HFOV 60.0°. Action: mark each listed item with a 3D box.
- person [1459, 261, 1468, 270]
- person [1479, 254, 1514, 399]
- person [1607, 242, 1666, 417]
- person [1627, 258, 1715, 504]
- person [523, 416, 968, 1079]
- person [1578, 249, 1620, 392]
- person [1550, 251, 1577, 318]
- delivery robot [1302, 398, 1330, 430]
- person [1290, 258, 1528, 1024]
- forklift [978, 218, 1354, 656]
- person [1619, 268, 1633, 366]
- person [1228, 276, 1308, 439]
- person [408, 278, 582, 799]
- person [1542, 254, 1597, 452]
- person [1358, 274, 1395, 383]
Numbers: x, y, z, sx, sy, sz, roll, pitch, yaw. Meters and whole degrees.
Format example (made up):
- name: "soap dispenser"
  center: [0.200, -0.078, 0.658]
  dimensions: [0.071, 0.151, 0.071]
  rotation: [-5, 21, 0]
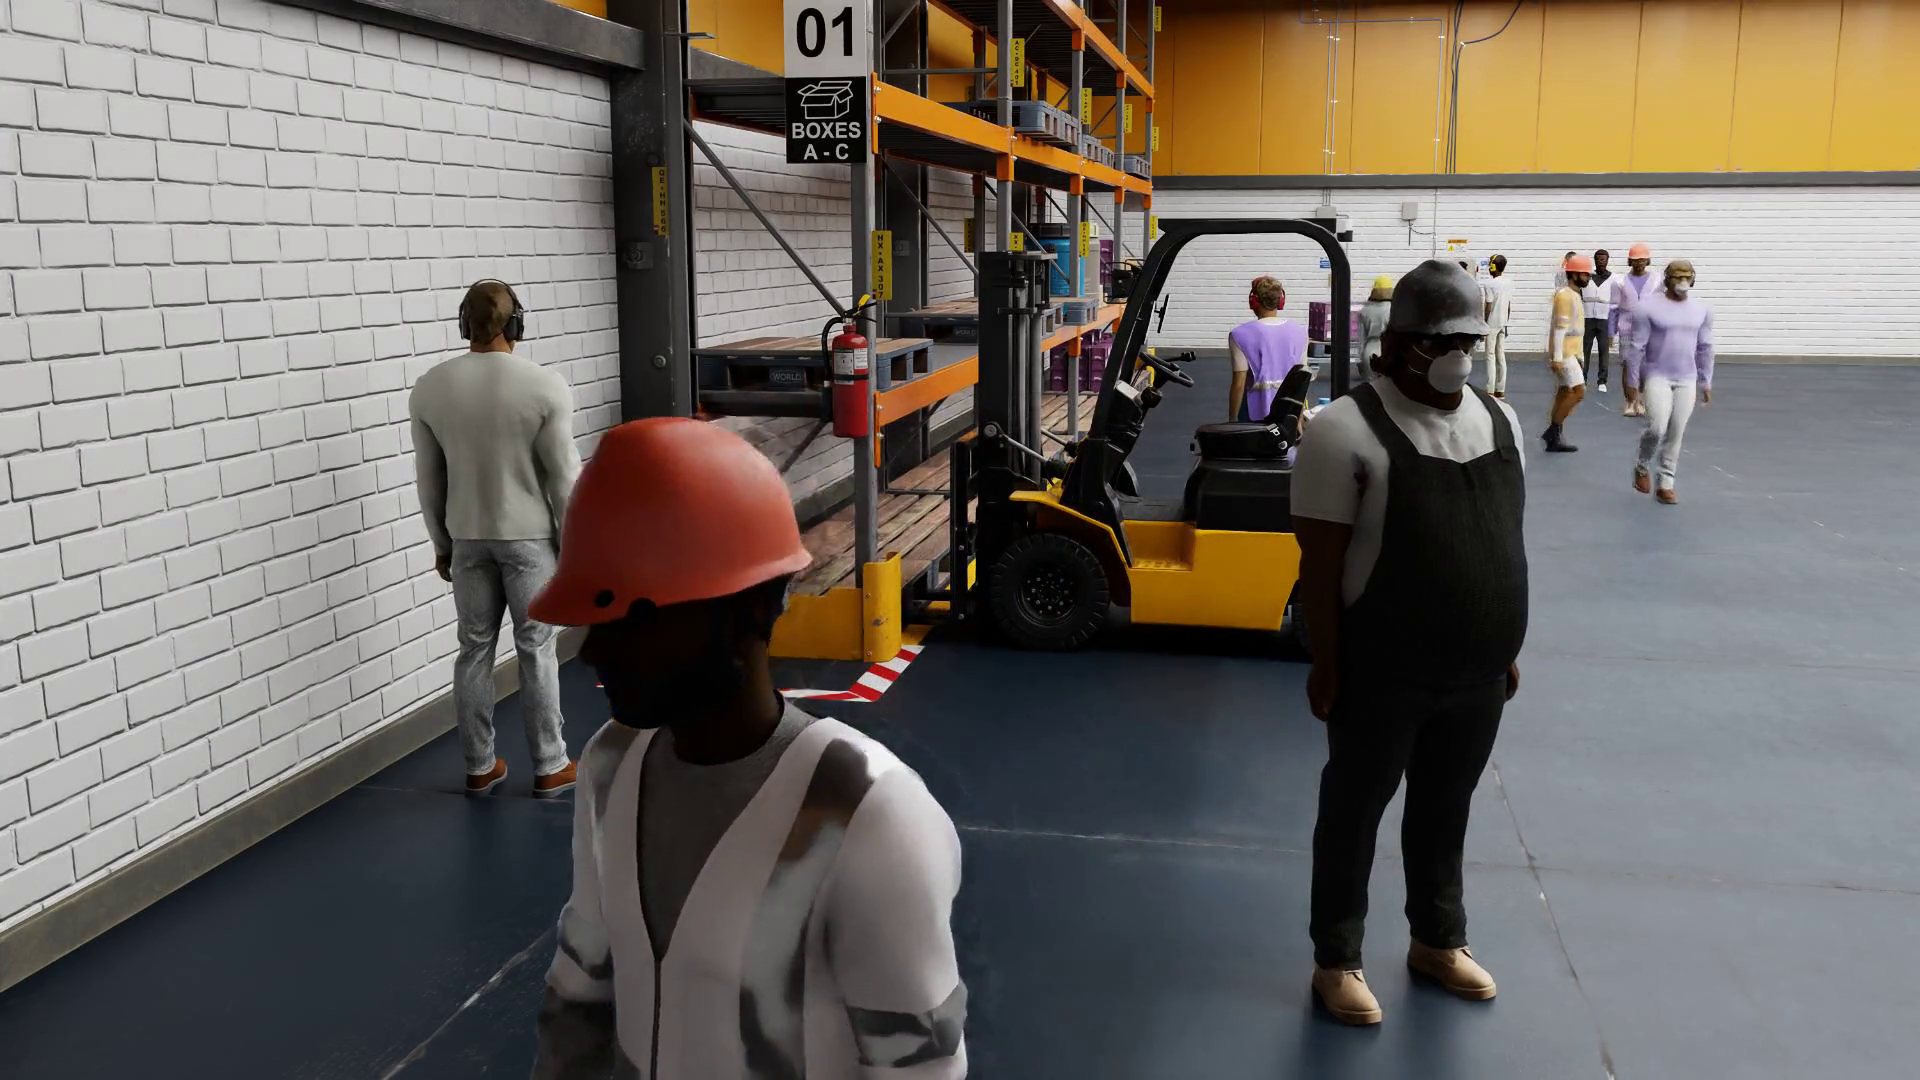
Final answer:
- name: "person"
  center: [8.029, -3.644, 26.866]
  dimensions: [0.317, 1.695, 0.540]
  rotation: [-6, 12, -28]
- name: "person"
  center: [6.877, -2.738, 21.423]
  dimensions: [0.512, 1.872, 0.328]
  rotation: [-7, 13, -35]
- name: "person"
  center: [7.849, -2.430, 19.300]
  dimensions: [0.653, 2.026, 0.500]
  rotation: [4, 11, 21]
- name: "person"
  center: [5.577, -1.242, 13.065]
  dimensions: [0.649, 1.925, 0.461]
  rotation: [0, 10, -1]
- name: "person"
  center: [-0.316, 0.816, 1.859]
  dimensions: [0.943, 1.893, 0.568]
  rotation: [-10, 14, -43]
- name: "person"
  center: [8.639, -2.969, 22.550]
  dimensions: [0.591, 1.921, 0.390]
  rotation: [6, 12, 28]
- name: "person"
  center: [9.568, -3.595, 26.156]
  dimensions: [0.520, 1.860, 0.328]
  rotation: [2, 11, 11]
- name: "delivery robot"
  center: [3.461, -1.104, 15.817]
  dimensions: [0.477, 0.478, 0.707]
  rotation: [1, 10, 5]
- name: "person"
  center: [1.249, 0.274, 4.445]
  dimensions: [0.689, 2.000, 0.538]
  rotation: [-4, 11, -21]
- name: "forklift"
  center: [1.285, -0.567, 8.635]
  dimensions: [2.313, 2.155, 1.214]
  rotation: [2, 11, 11]
- name: "person"
  center: [10.917, -3.622, 26.917]
  dimensions: [0.504, 1.632, 0.269]
  rotation: [1, 10, 3]
- name: "person"
  center: [1.955, -0.750, 10.594]
  dimensions: [0.569, 1.843, 0.373]
  rotation: [-4, 11, -22]
- name: "person"
  center: [-1.694, 0.009, 6.180]
  dimensions: [0.631, 1.939, 0.372]
  rotation: [1, 10, 7]
- name: "person"
  center: [5.922, -1.798, 16.124]
  dimensions: [0.419, 1.920, 0.586]
  rotation: [6, 12, 30]
- name: "person"
  center: [4.218, -1.815, 16.780]
  dimensions: [0.487, 1.725, 0.504]
  rotation: [7, 12, 33]
